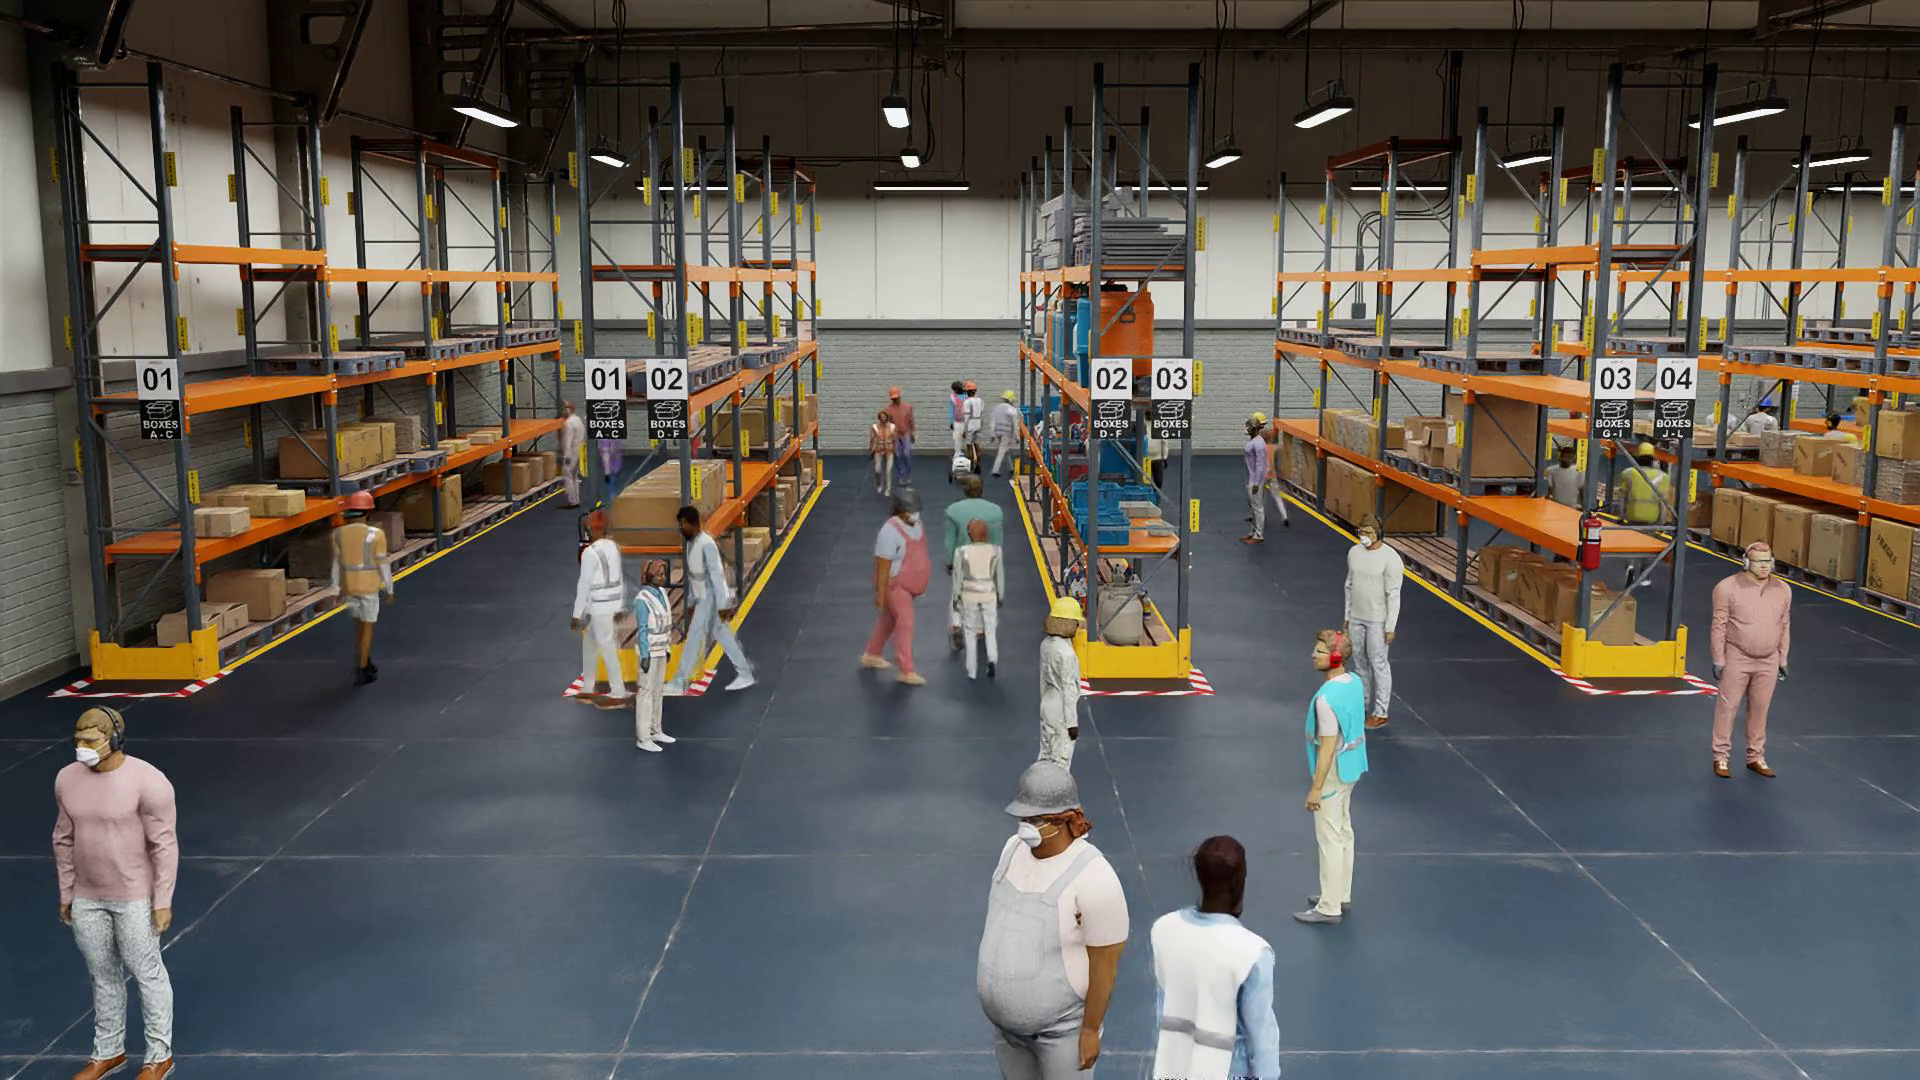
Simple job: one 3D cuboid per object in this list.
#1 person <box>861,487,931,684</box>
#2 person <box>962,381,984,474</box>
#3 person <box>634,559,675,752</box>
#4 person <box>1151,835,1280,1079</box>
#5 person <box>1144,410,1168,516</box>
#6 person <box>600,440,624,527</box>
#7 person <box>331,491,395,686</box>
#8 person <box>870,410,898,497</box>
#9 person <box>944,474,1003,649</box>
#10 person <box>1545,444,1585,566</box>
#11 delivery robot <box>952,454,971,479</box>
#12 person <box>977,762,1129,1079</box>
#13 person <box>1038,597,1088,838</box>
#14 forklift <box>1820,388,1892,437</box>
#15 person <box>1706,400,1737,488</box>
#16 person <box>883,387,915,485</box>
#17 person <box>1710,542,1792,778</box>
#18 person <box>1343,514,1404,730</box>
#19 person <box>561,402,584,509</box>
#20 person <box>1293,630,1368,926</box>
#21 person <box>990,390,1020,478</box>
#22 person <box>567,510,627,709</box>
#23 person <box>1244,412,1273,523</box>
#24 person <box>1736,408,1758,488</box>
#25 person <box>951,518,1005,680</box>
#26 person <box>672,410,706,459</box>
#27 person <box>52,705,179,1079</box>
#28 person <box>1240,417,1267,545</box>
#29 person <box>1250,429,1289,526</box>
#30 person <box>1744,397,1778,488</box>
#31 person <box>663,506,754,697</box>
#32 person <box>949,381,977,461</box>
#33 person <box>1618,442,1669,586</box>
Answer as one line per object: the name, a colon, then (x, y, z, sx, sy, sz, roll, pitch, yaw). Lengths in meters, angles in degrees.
person: (-0.690, 0.378, 16.713, 0.890, 2.000, 0.707, 4, 10, 25)
person: (0.243, -2.306, 34.307, 0.355, 1.939, 0.544, 8, 12, 41)
person: (-2.612, 0.971, 14.182, 0.311, 1.639, 0.521, 2, 9, 12)
person: (0.902, 2.079, 6.299, 0.647, 1.883, 0.649, -7, 11, -37)
person: (3.228, -1.374, 28.175, 0.651, 1.975, 0.670, 0, 9, -2)
person: (-5.632, -1.095, 26.728, 0.392, 1.881, 0.751, 2, 9, 10)
person: (-5.915, 0.460, 16.596, 0.587, 1.908, 0.750, 2, 9, 11)
person: (-1.400, -1.605, 30.778, 0.530, 1.626, 0.333, 0, 9, -2)
person: (0.144, 0.233, 18.100, 0.663, 1.907, 0.919, 1, 9, 9)
person: (8.182, -0.402, 22.501, 0.547, 1.813, 0.969, 6, 11, 34)
delivery robot: (0.033, -1.470, 33.050, 0.477, 0.478, 0.707, 0, 9, 2)
person: (0.327, 1.908, 6.872, 0.538, 2.000, 0.683, -8, 12, -40)
person: (0.737, 1.269, 11.958, 0.311, 1.736, 0.483, -3, 9, -19)
forklift: (20.072, -3.110, 36.462, 1.873, 2.768, 1.129, 0, 9, 0)
person: (14.683, -1.864, 32.126, 0.583, 1.722, 0.702, 4, 10, 27)
person: (-1.194, -2.024, 32.474, 0.643, 1.940, 0.632, -1, 9, -6)
person: (6.364, 0.964, 13.375, 0.639, 1.908, 0.409, 0, 9, -2)
person: (3.674, 0.720, 14.877, 0.375, 1.933, 0.625, -5, 10, -30)
person: (-6.828, -1.483, 29.190, 0.468, 1.887, 0.707, 1, 9, 4)
person: (2.321, 1.466, 10.324, 0.386, 1.849, 0.567, 5, 10, 29)
person: (0.927, -2.147, 33.808, 0.948, 1.777, 0.601, -8, 12, -43)
person: (-3.444, 0.654, 15.534, 0.737, 1.854, 0.581, 1, 9, 7)
person: (4.919, -1.195, 27.494, 0.404, 1.833, 0.589, 6, 11, 36)
person: (14.710, -1.638, 30.986, 0.505, 1.633, 0.279, 3, 9, 17)
person: (0.182, 0.602, 16.587, 0.532, 1.625, 0.418, -1, 9, -7)
person: (-5.287, -2.014, 32.338, 0.667, 1.958, 0.854, -1, 9, -6)
person: (-4.154, 1.755, 8.182, 0.635, 1.938, 0.361, 2, 9, 10)
person: (4.461, -0.889, 25.189, 0.358, 1.938, 0.632, 0, 9, 3)
person: (5.050, -1.023, 27.203, 0.521, 1.582, 0.924, -3, 9, -20)
person: (14.281, -1.590, 29.678, 0.393, 1.943, 0.616, -7, 11, -38)
person: (-2.465, 0.581, 16.047, 1.040, 1.845, 0.639, -3, 9, -21)
person: (0.116, -2.617, 36.771, 0.723, 1.806, 0.433, 0, 9, -1)
person: (8.875, -0.317, 21.630, 0.610, 1.904, 0.600, 4, 10, 26)
